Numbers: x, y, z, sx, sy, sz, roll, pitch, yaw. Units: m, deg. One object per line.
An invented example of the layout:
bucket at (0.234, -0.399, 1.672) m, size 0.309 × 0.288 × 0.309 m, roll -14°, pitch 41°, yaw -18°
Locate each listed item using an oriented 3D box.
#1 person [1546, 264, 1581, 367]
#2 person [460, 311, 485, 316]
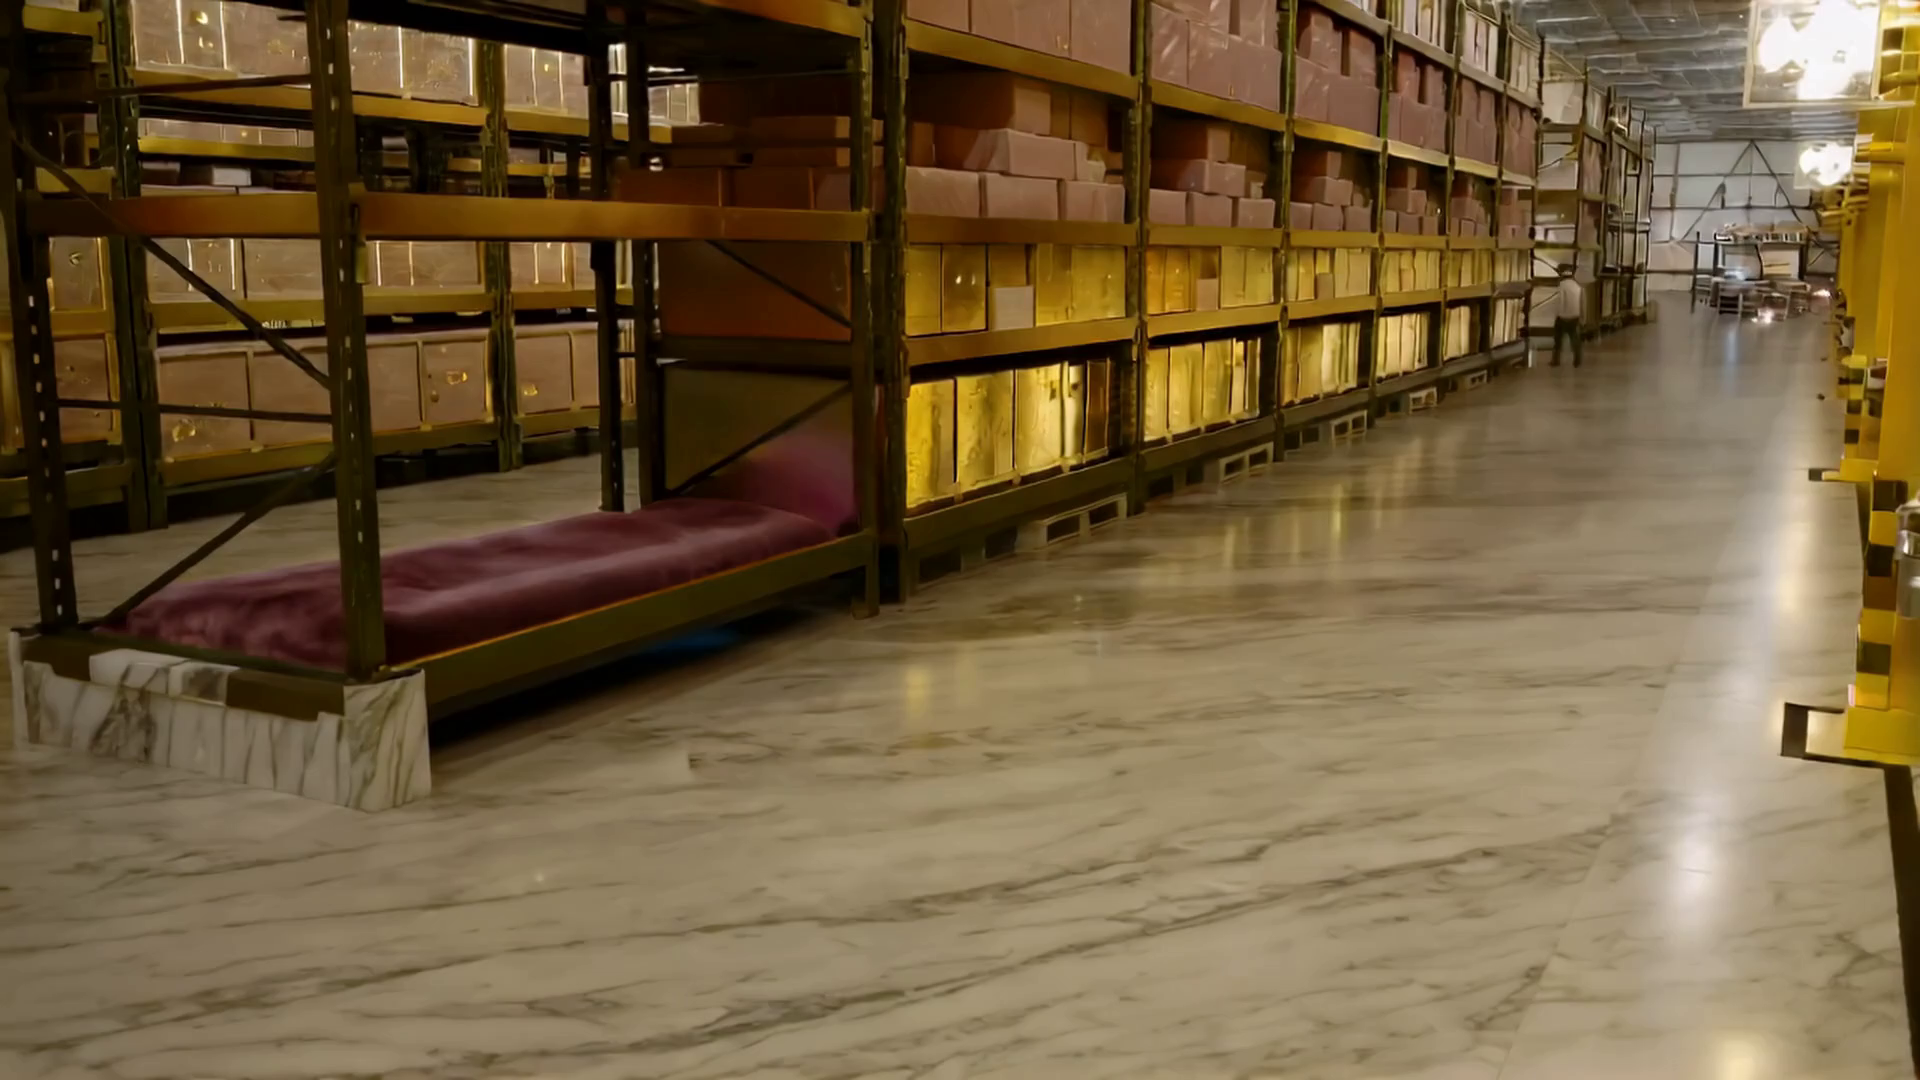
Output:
person at (11.570, -4.264, 31.694) m, size 0.684 × 1.946 × 0.818 m, roll -3°, pitch 10°, yaw -16°
person at (-6.095, -2.418, 21.365) m, size 0.590 × 1.836 × 0.404 m, roll -2°, pitch 10°, yaw -12°
